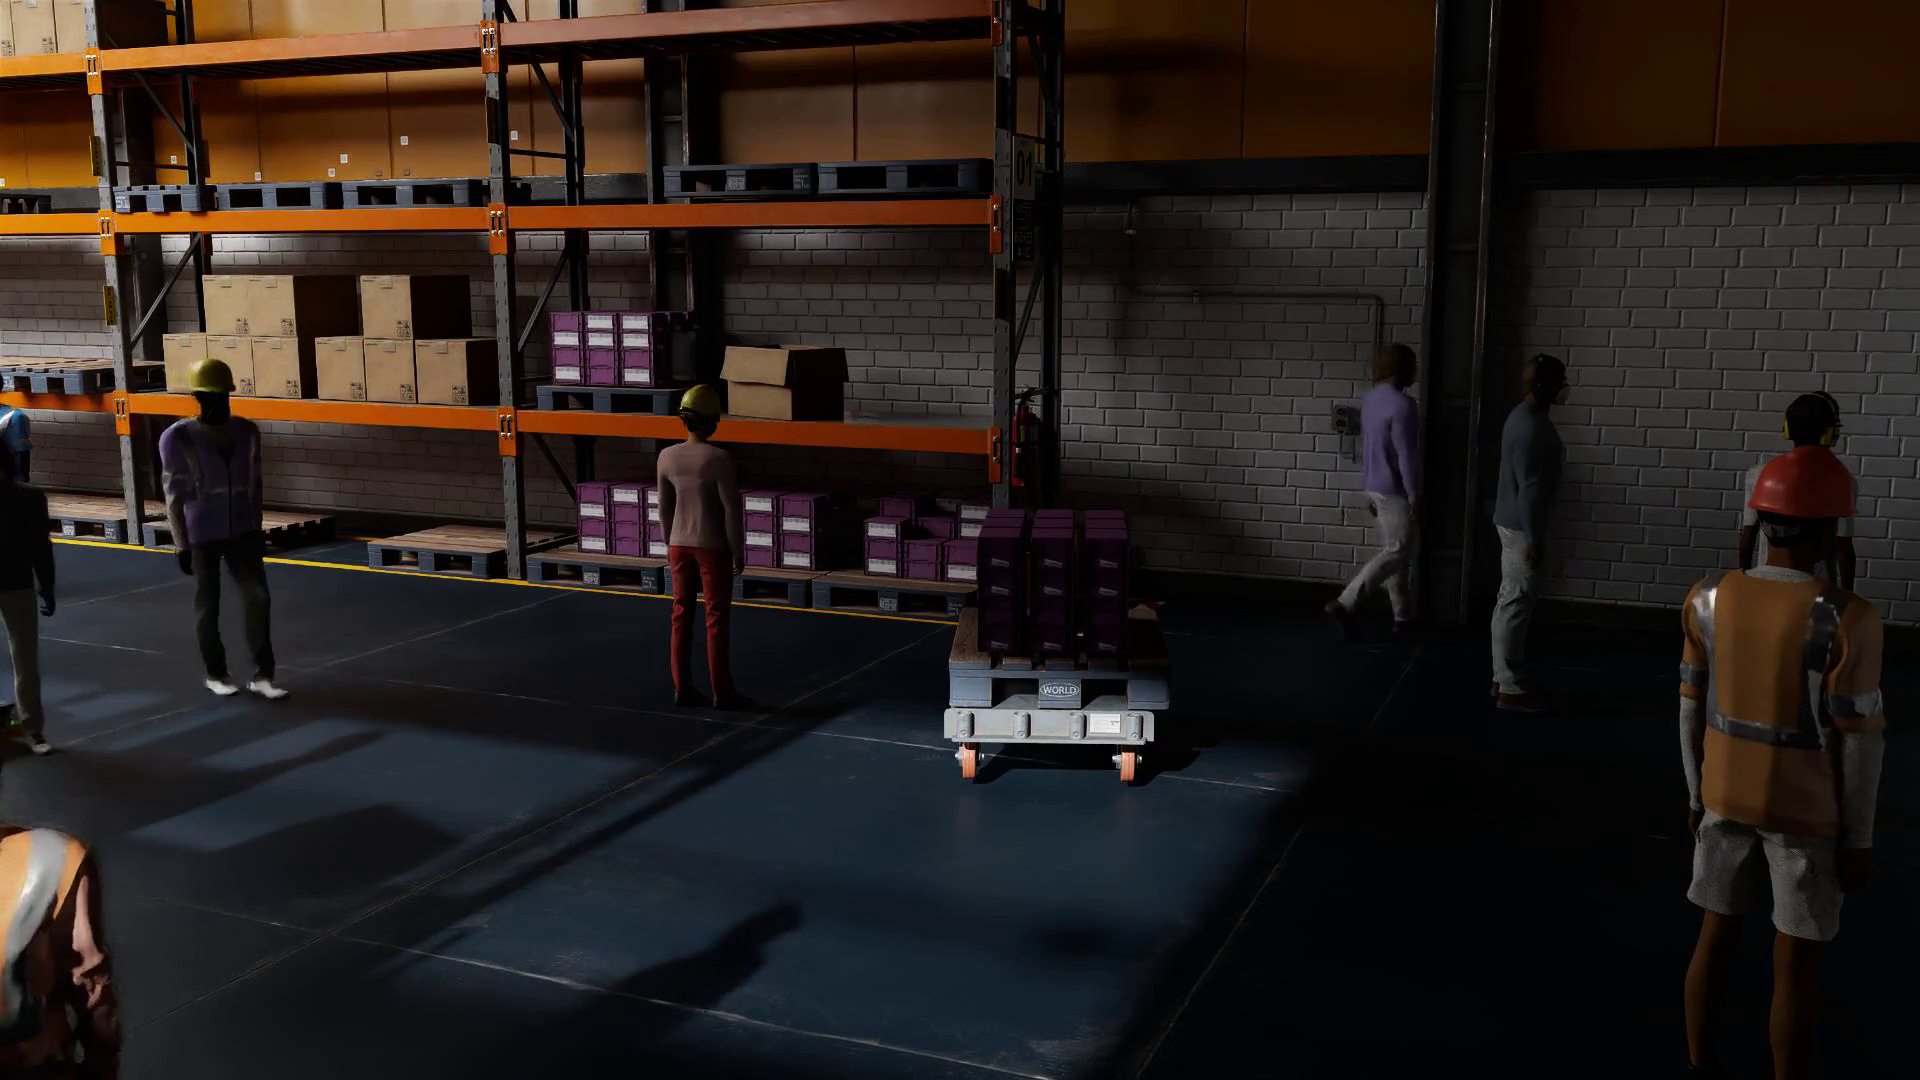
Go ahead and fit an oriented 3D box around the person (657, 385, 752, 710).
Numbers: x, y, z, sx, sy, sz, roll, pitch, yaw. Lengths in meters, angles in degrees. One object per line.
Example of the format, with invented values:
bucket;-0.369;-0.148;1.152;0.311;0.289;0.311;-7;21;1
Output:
person;-1.393;0.044;9.036;0.522;1.768;0.312;5;11;26

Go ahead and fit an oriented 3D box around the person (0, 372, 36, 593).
person;-6.941;-0.415;12.000;0.533;1.692;0.322;2;10;9

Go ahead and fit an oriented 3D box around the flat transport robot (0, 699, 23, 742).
flat transport robot;-5.490;0.887;8.448;1.431;0.197;0.652;5;11;30

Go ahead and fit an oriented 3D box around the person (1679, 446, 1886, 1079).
person;2.222;0.711;4.524;0.354;1.939;0.544;-7;12;-35

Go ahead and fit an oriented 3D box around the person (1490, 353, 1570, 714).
person;3.094;-0.046;9.051;0.377;1.940;0.628;3;10;16

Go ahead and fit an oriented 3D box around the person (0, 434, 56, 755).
person;-4.678;0.270;8.102;0.510;1.623;0.312;-7;12;-36

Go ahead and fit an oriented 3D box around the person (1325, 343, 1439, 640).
person;2.747;-0.305;10.678;0.786;1.917;0.642;-1;9;-4

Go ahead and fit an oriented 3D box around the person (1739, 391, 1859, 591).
person;3.663;0.284;7.281;0.328;1.872;0.515;-8;12;-38

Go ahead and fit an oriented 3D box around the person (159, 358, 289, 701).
person;-4.011;-0.039;9.113;0.798;1.893;0.605;8;12;39

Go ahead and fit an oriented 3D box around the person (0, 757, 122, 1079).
person;-1.922;1.099;3.226;0.533;1.596;0.859;-3;10;-15
